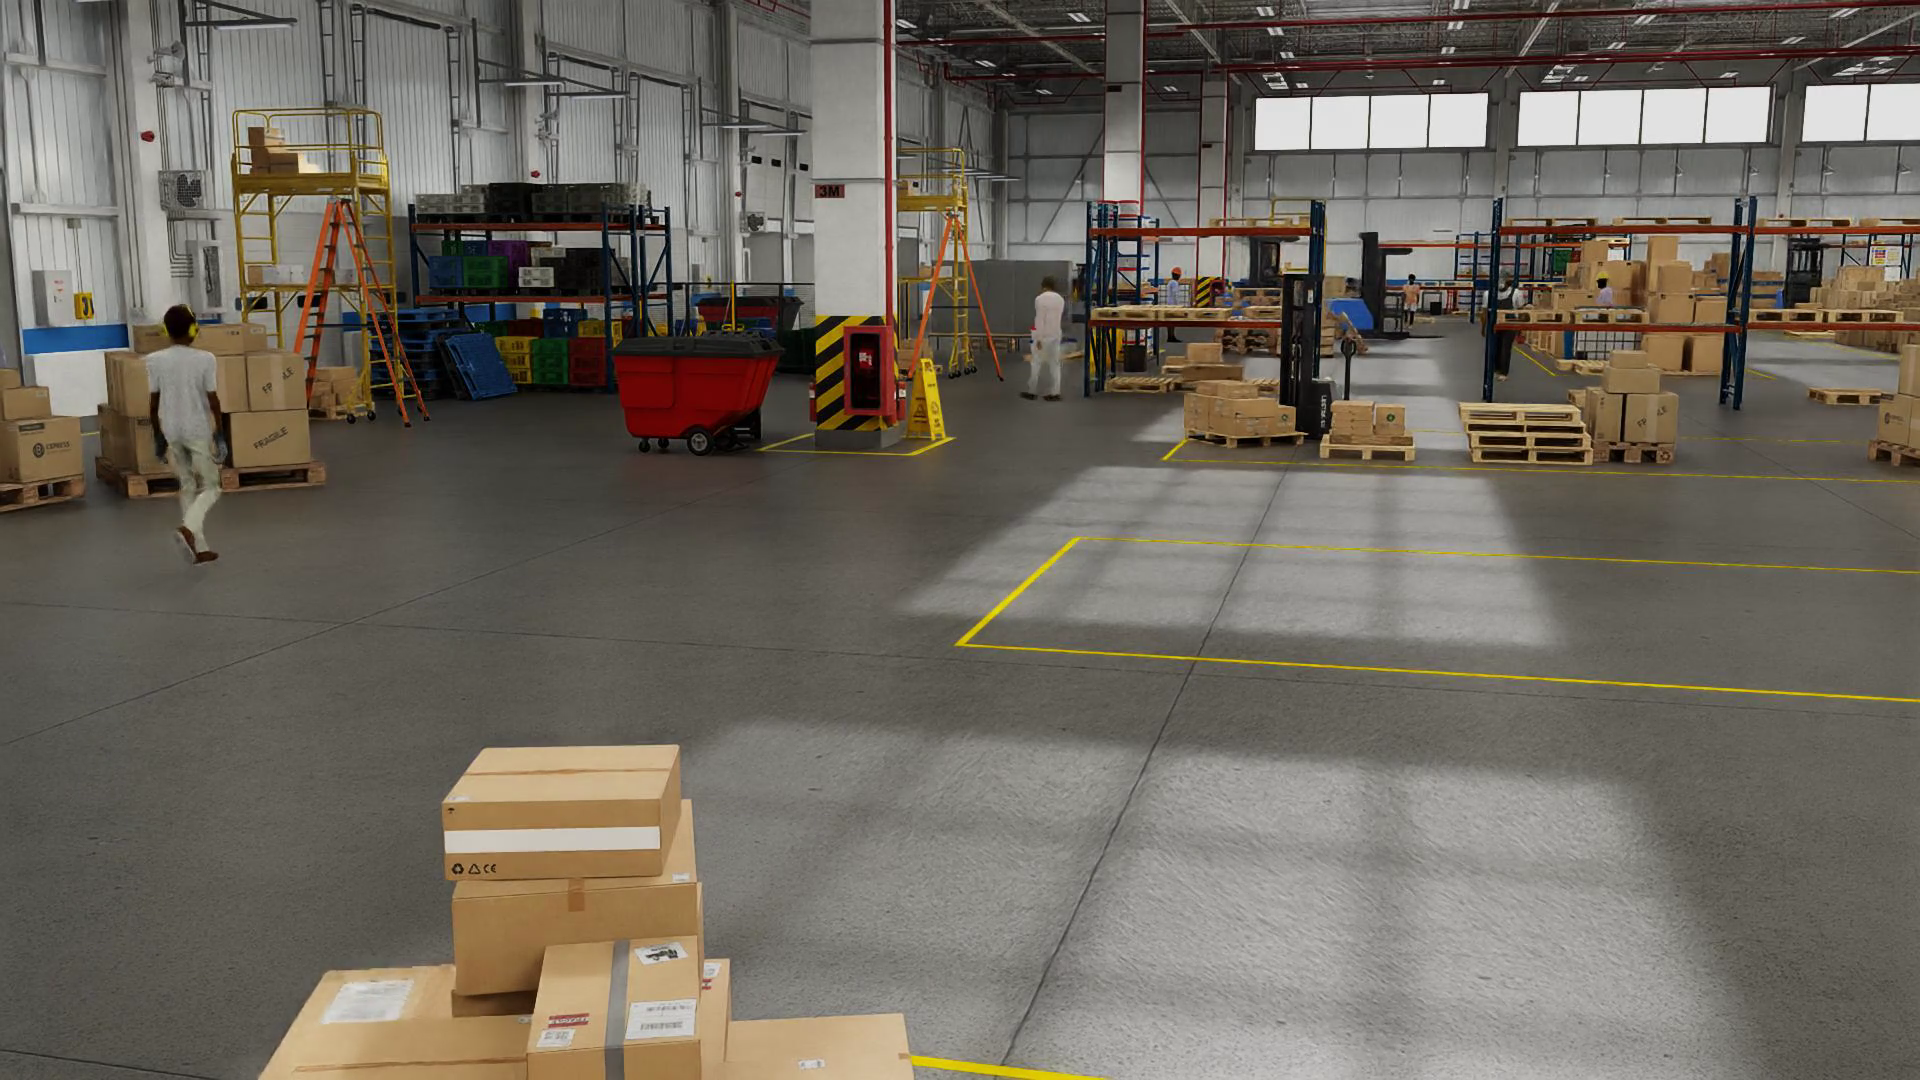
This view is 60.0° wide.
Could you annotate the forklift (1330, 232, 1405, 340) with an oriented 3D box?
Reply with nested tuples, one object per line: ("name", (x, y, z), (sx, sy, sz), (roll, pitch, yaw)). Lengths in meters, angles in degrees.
("forklift", (10.660, -6.633, 43.457), (1.873, 2.768, 1.129), (1, 10, 8))

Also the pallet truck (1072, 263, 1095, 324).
("pallet truck", (4.325, -8.180, 55.162), (0.823, 1.965, 1.885), (6, 11, 31))

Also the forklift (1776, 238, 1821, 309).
("forklift", (28.239, -8.736, 55.839), (1.129, 2.768, 1.873), (2, 10, 13))

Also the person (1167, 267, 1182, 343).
("person", (5.513, -6.030, 42.706), (0.372, 1.929, 0.543), (-1, 10, -8))

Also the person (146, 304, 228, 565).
("person", (-5.406, -0.716, 11.630), (0.537, 1.855, 0.579), (0, 10, 0))

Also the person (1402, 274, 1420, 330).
("person", (13.456, -7.100, 49.712), (0.558, 1.672, 0.621), (4, 10, 22))

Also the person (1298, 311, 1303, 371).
("person", (6.655, -4.097, 31.895), (0.320, 1.739, 0.485), (6, 11, 32))

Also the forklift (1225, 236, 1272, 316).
("forklift", (9.027, -7.765, 50.121), (1.873, 2.768, 1.129), (7, 12, 37))

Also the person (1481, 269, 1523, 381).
("person", (9.676, -3.868, 29.646), (0.698, 2.000, 0.837), (6, 11, 31))

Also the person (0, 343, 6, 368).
("person", (-10.098, -1.639, 17.109), (0.621, 1.845, 0.430), (1, 10, 4))

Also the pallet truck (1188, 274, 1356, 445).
("pallet truck", (3.653, -2.138, 19.590), (1.885, 1.965, 0.823), (-4, 10, -20))

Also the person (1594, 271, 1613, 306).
("person", (13.353, -4.609, 34.398), (0.669, 1.910, 0.600), (2, 10, 10))

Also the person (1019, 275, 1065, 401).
("person", (1.287, -3.076, 25.390), (0.645, 1.898, 0.844), (-8, 12, -39))
